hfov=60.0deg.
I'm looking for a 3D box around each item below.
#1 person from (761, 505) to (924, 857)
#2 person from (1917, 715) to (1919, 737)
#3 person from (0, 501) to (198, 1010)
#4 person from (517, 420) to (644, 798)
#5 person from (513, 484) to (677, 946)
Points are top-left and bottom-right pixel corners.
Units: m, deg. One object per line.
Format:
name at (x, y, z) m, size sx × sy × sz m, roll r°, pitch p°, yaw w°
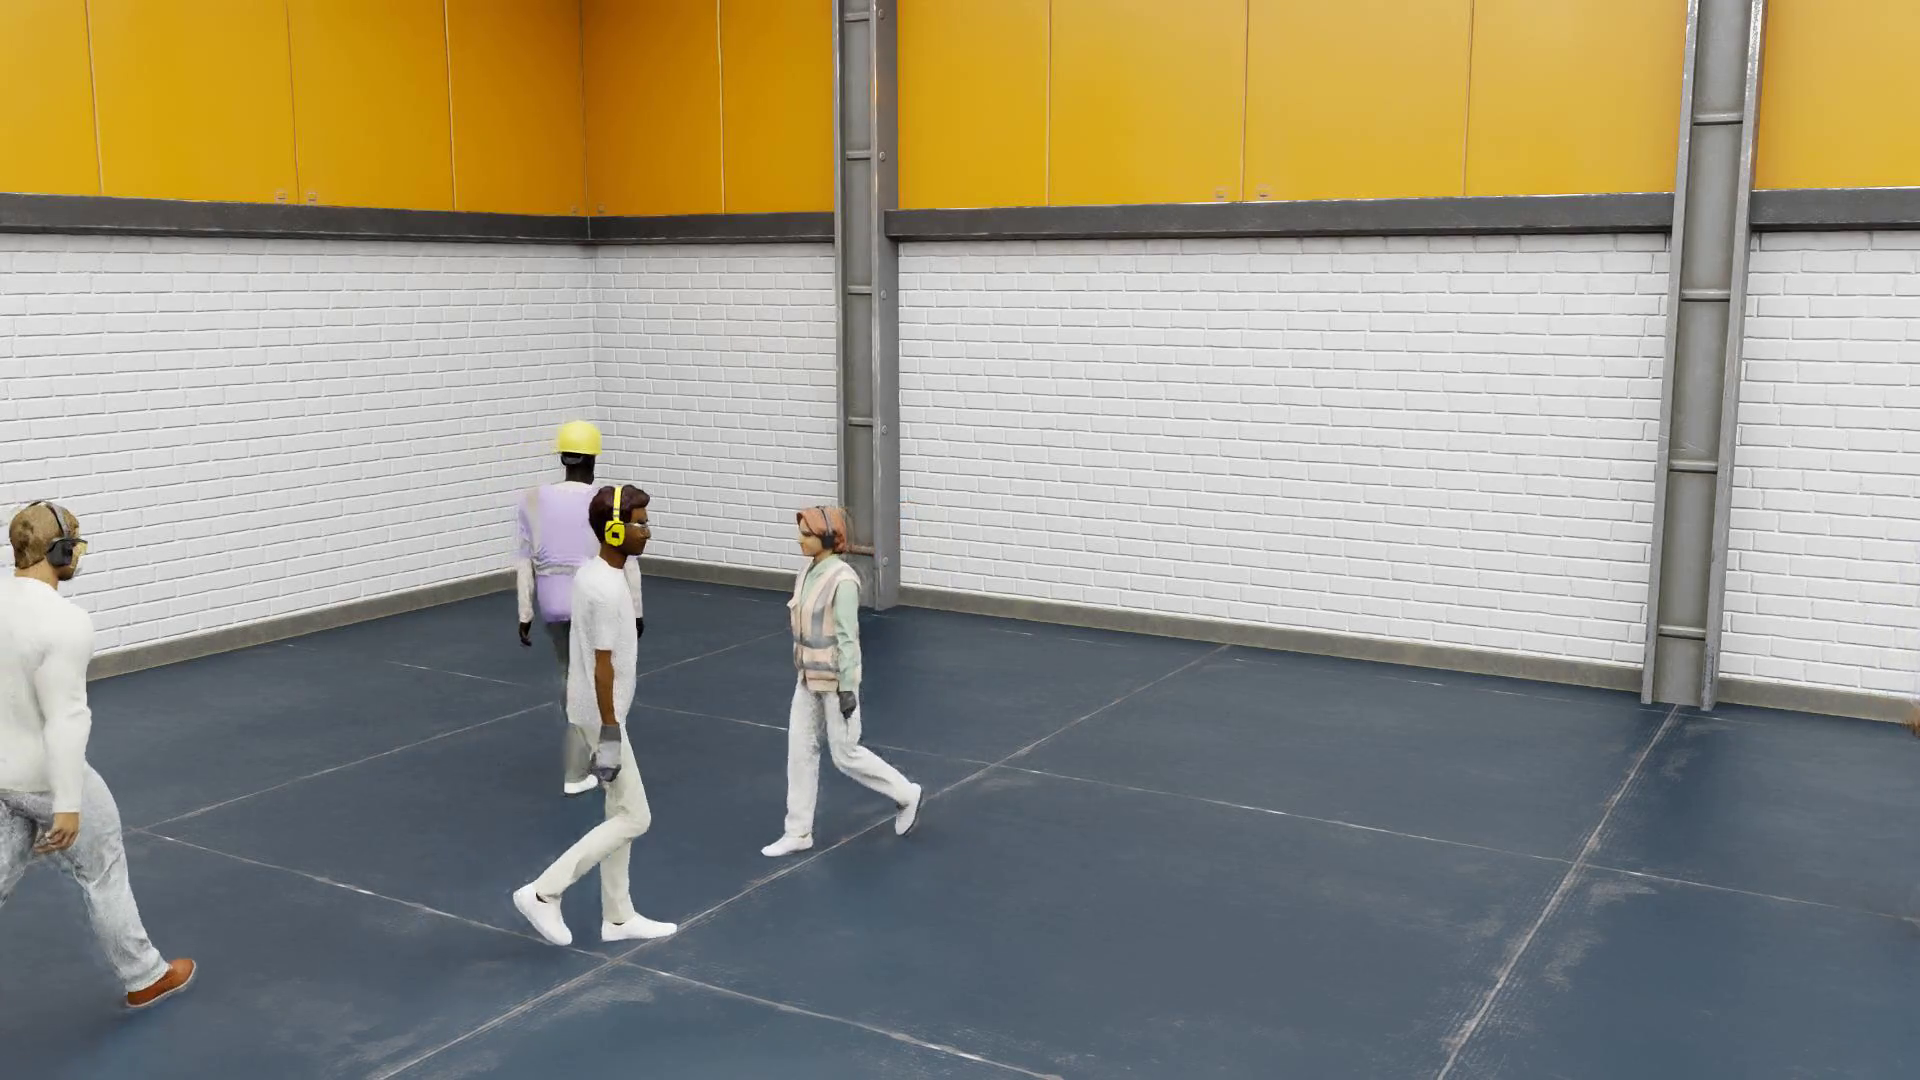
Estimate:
person at (-0.548, 0.632, 7.596) m, size 0.709 × 1.615 × 0.522 m, roll -5°, pitch 11°, yaw -31°
person at (4.091, 0.703, 6.348) m, size 0.656 × 1.875 × 0.768 m, roll -1°, pitch 9°, yaw -9°
person at (-3.184, 0.817, 5.670) m, size 0.634 × 1.889 × 1.017 m, roll 5°, pitch 10°, yaw 27°
person at (-1.945, 0.326, 8.655) m, size 0.611 × 1.884 × 0.899 m, roll 1°, pitch 9°, yaw 8°
person at (-1.421, 0.705, 6.448) m, size 0.541 × 1.847 × 0.508 m, roll -3°, pitch 9°, yaw -16°
